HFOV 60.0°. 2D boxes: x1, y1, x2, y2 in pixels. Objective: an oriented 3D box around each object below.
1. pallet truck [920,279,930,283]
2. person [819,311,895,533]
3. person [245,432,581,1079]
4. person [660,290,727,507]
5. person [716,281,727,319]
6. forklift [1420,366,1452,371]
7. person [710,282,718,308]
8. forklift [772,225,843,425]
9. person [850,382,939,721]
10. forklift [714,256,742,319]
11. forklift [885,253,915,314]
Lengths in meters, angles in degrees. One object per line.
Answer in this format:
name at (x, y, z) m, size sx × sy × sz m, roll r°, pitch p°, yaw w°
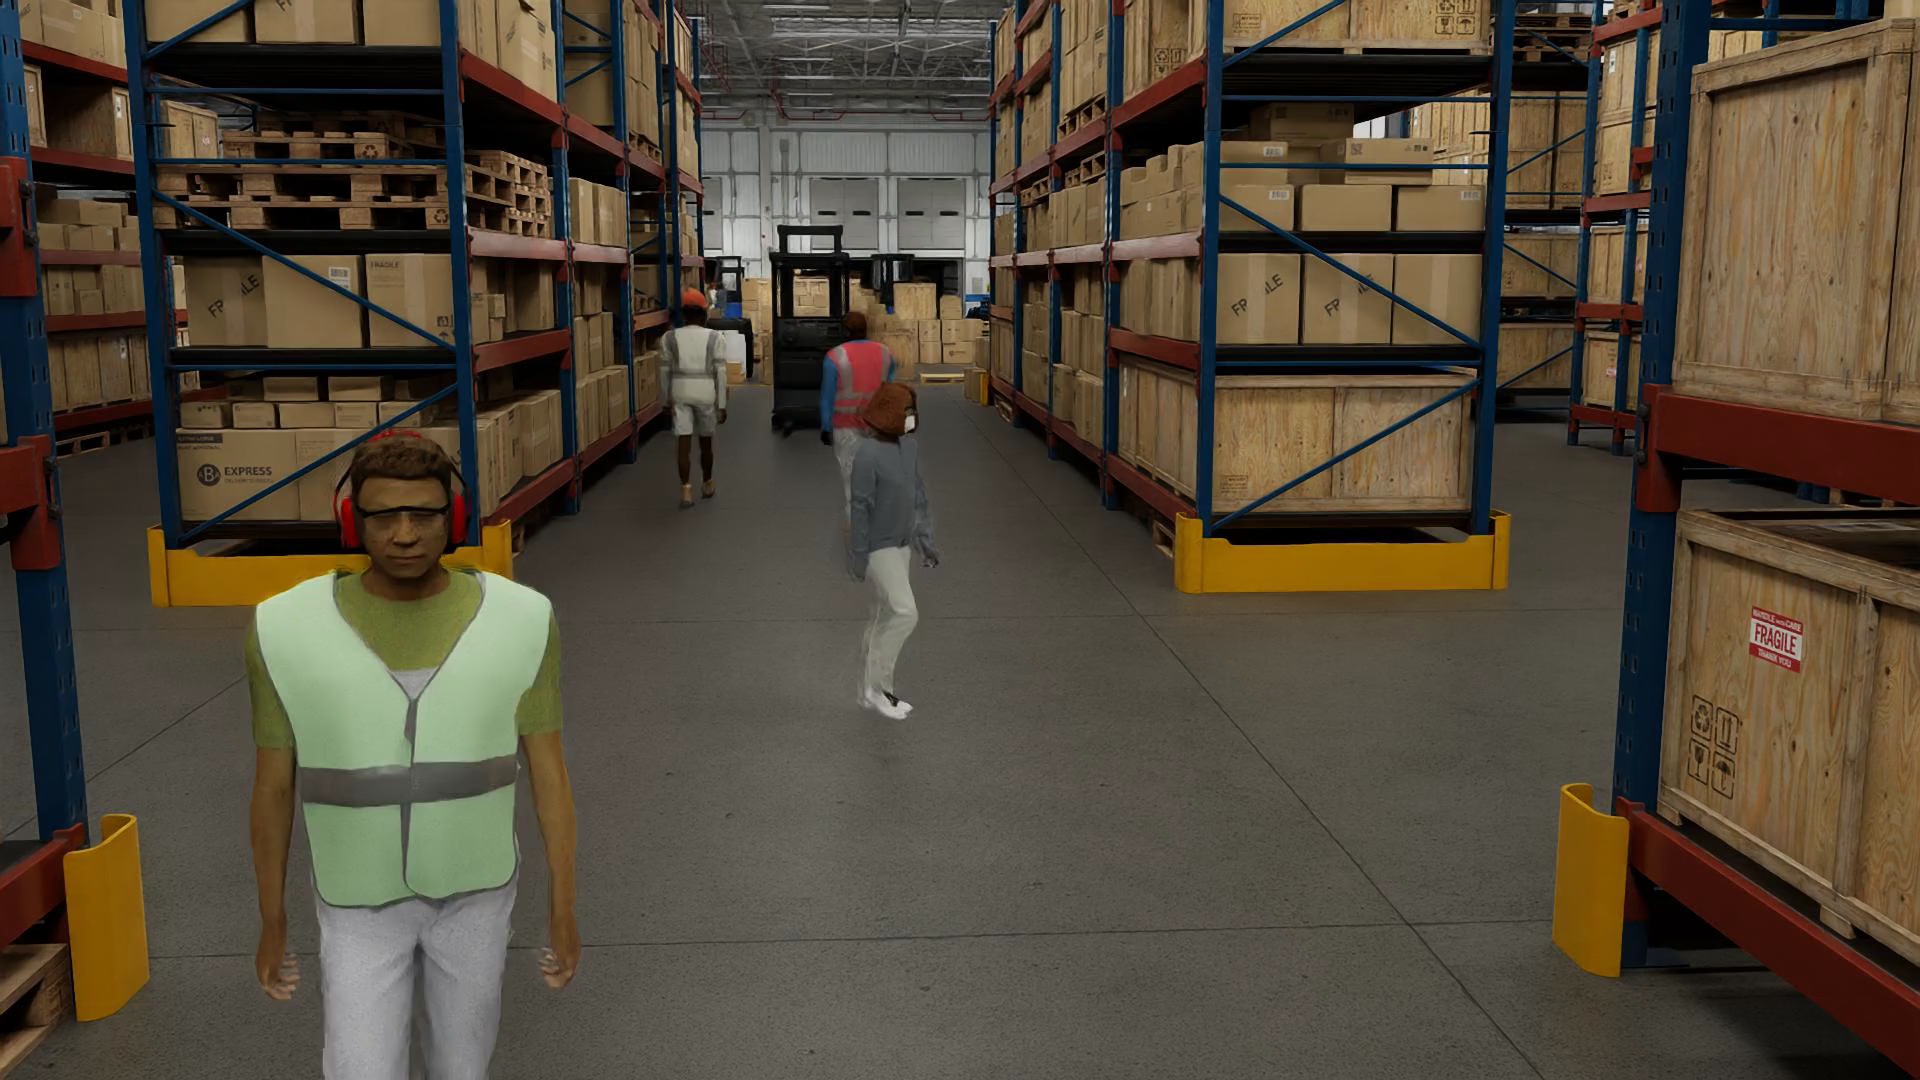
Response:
pallet truck at (-0.932, -8.922, 63.114) m, size 1.885 × 1.965 × 0.823 m, roll 2°, pitch 9°, yaw 13°
person at (-0.845, -0.947, 13.561) m, size 0.652 × 1.829 × 0.442 m, roll -5°, pitch 10°, yaw -29°
person at (-1.030, 0.704, 3.187) m, size 0.590 × 1.827 × 0.495 m, roll -4°, pitch 10°, yaw -23°
person at (-2.464, -1.311, 15.386) m, size 0.625 × 1.984 × 1.099 m, roll -1°, pitch 9°, yaw -4°
person at (-8.127, -7.909, 56.998) m, size 0.742 × 1.924 × 0.638 m, roll 3°, pitch 10°, yaw 20°
forklift at (5.165, -2.515, 20.121) m, size 1.129 × 2.768 × 1.873 m, roll -1°, pitch 9°, yaw -4°
person at (-9.125, -8.618, 61.651) m, size 0.683 × 1.851 × 0.504 m, roll 4°, pitch 10°, yaw 25°
forklift at (-2.119, -3.098, 23.783) m, size 1.129 × 2.768 × 1.873 m, roll -1°, pitch 9°, yaw -4°
person at (-0.313, 0.056, 7.937) m, size 0.449 × 1.618 × 0.509 m, roll 4°, pitch 10°, yaw 23°
forklift at (-8.560, -9.153, 61.804) m, size 1.129 × 2.768 × 1.873 m, roll -1°, pitch 9°, yaw -4°
forklift at (-1.966, -8.022, 54.704) m, size 1.129 × 2.768 × 1.873 m, roll -5°, pitch 10°, yaw -30°
